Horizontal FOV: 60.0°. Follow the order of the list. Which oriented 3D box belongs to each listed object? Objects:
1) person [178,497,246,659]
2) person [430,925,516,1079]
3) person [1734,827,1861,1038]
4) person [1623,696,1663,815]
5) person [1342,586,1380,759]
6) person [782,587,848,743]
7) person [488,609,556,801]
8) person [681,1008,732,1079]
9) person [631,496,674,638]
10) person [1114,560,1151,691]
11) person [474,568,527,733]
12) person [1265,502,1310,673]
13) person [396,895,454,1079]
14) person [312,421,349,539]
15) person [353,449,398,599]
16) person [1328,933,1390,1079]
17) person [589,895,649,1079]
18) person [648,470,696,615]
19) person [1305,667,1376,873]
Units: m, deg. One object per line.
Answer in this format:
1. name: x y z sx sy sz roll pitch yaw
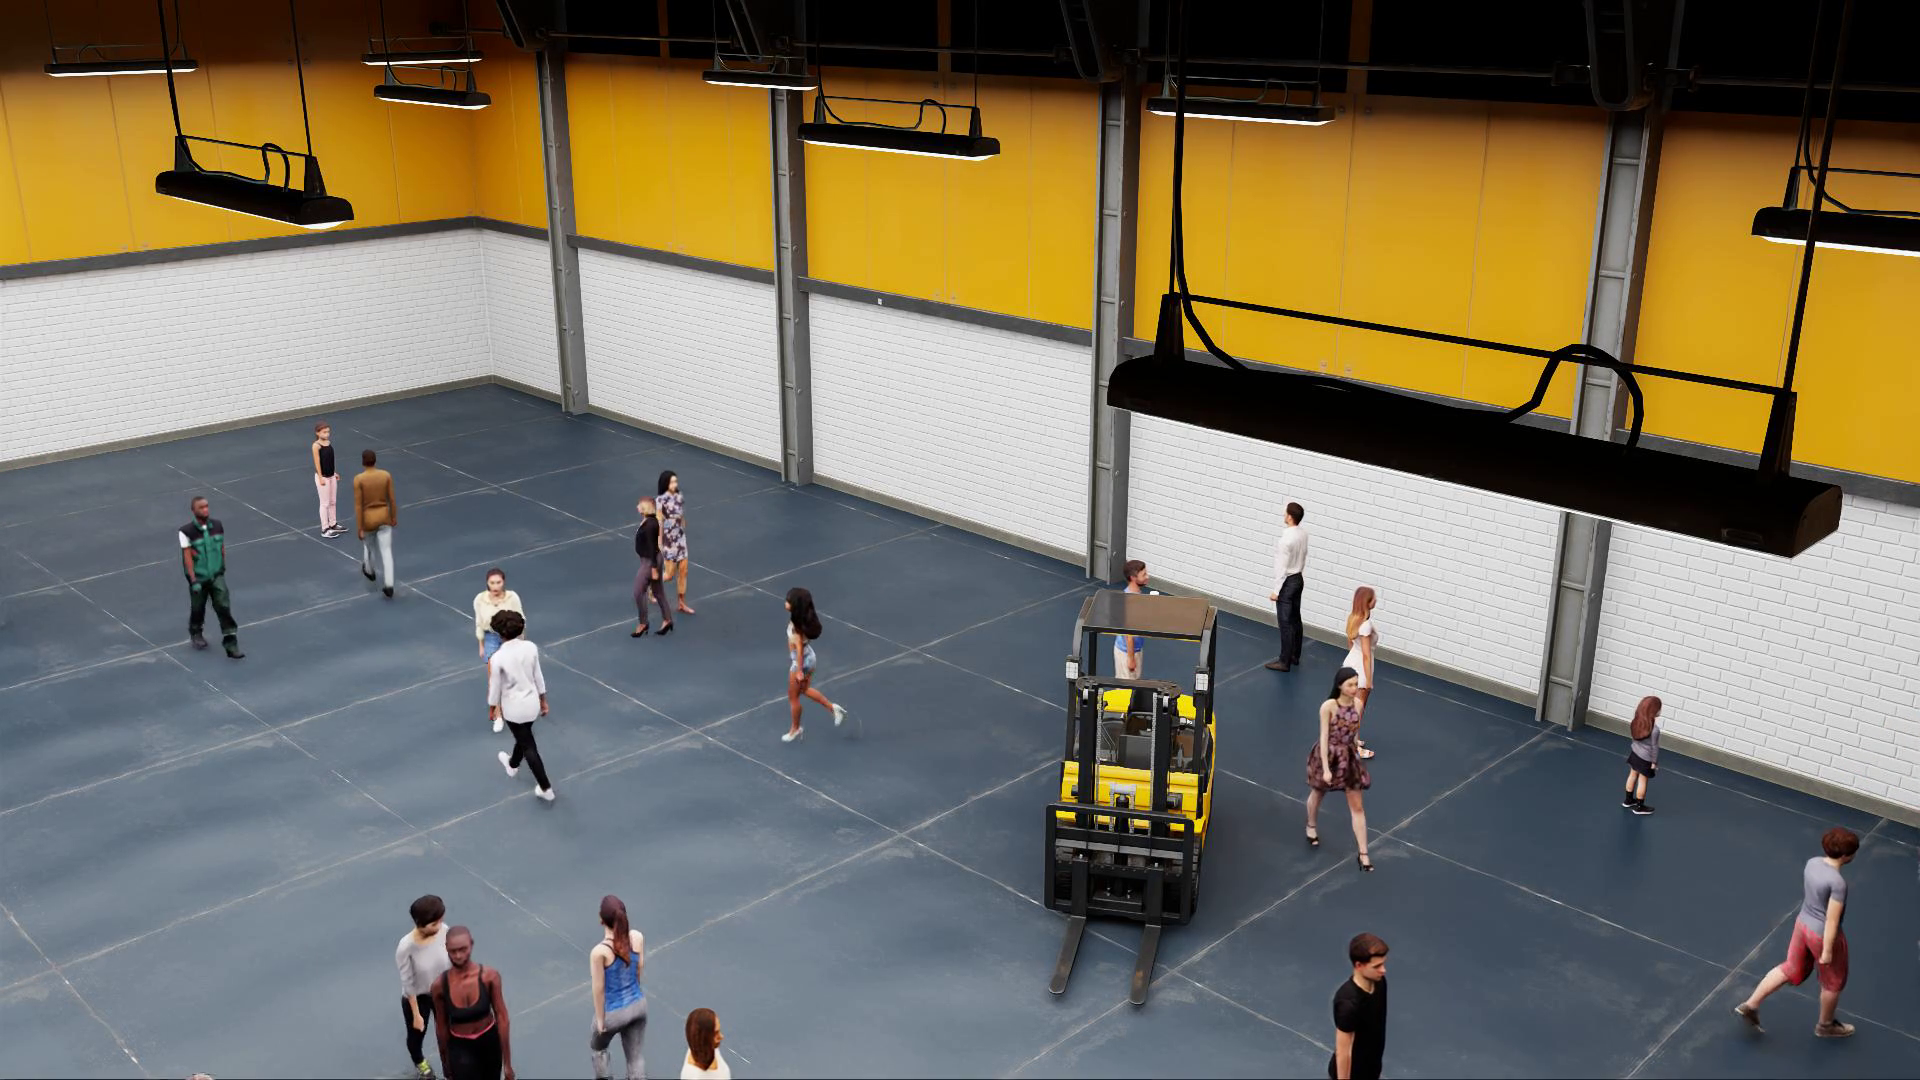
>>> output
1. person: -8.300 0.411 18.191 1.232 1.795 0.737 15 24 38
2. person: -2.976 3.121 10.262 0.913 1.720 1.235 -7 20 -20
3. person: 5.858 2.745 11.529 1.092 1.623 1.082 -2 19 -5
4. person: 6.102 1.899 14.850 0.598 1.107 0.503 -5 19 -14
5. person: 3.803 1.241 15.881 0.730 1.696 0.661 -2 19 -5
6. person: -1.456 1.213 16.101 0.936 1.608 0.894 -1 19 -4
7. person: -3.904 1.527 14.941 1.131 1.755 0.672 17 25 41
8. person: -1.487 3.400 9.506 0.762 1.674 0.706 0 19 1
9. person: -3.377 0.313 18.705 0.860 1.653 0.802 -2 19 -5
10. person: 1.651 1.067 16.137 0.737 1.863 0.730 4 19 12
11. person: -4.569 1.036 16.627 0.965 1.609 1.077 -3 19 -9
12. person: 3.541 0.492 17.833 0.543 1.871 0.668 16 24 39
13. person: -3.551 2.994 10.982 0.601 1.502 1.035 -17 25 -41
14. person: -8.483 -0.830 22.239 0.660 1.564 0.625 4 19 11
15. person: -6.971 -0.169 19.944 0.851 1.776 1.221 -11 22 -30
16. person: 2.356 3.158 9.931 0.623 1.861 0.723 13 22 33
17. person: -2.135 3.051 10.672 0.589 1.591 0.689 -15 24 -38
18. person: -3.419 0.022 19.464 0.931 1.721 0.702 12 22 31
19. person: 3.096 1.870 13.966 0.977 1.726 1.237 -6 20 -18
